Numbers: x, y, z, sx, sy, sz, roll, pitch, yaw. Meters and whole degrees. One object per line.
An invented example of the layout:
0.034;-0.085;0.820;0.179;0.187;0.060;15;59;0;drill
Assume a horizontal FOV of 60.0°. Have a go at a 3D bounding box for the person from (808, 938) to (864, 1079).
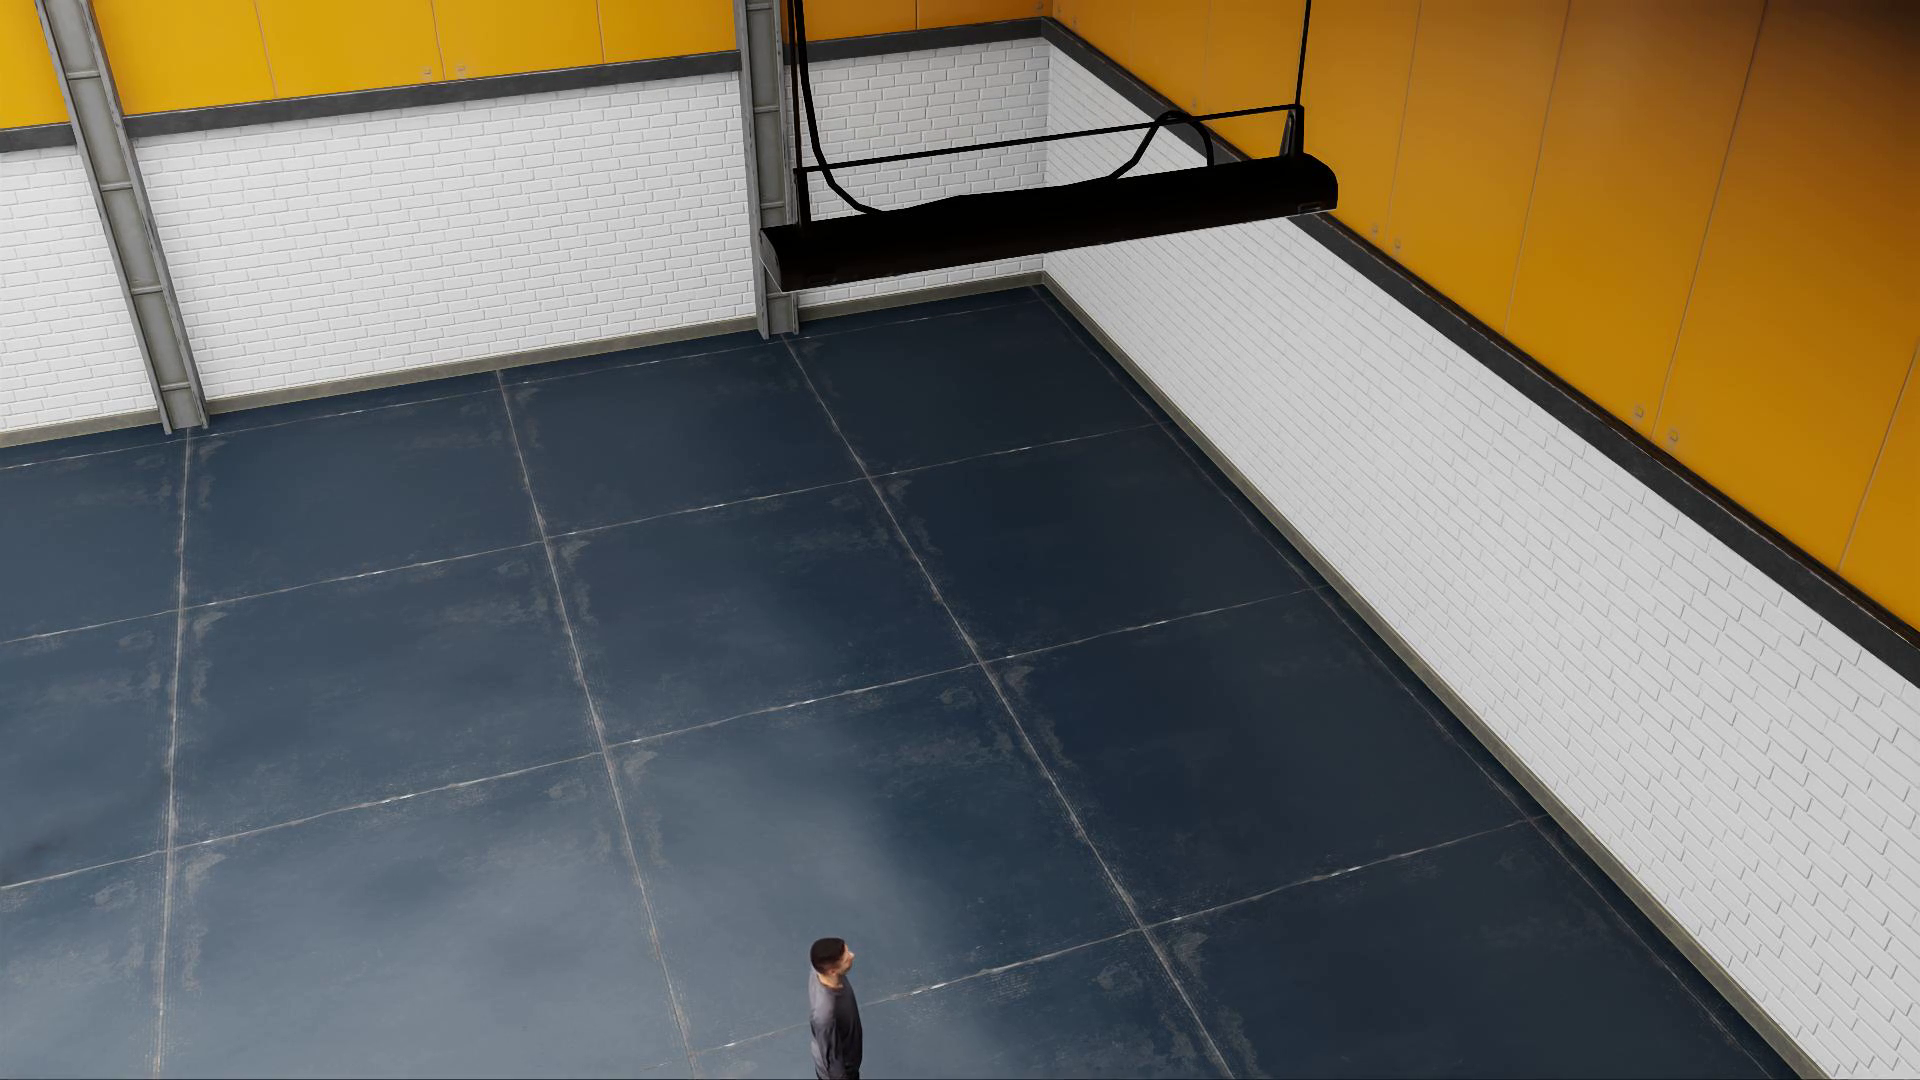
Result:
-0.665;2.773;8.910;0.612;1.761;0.662;-4;34;-6;person
